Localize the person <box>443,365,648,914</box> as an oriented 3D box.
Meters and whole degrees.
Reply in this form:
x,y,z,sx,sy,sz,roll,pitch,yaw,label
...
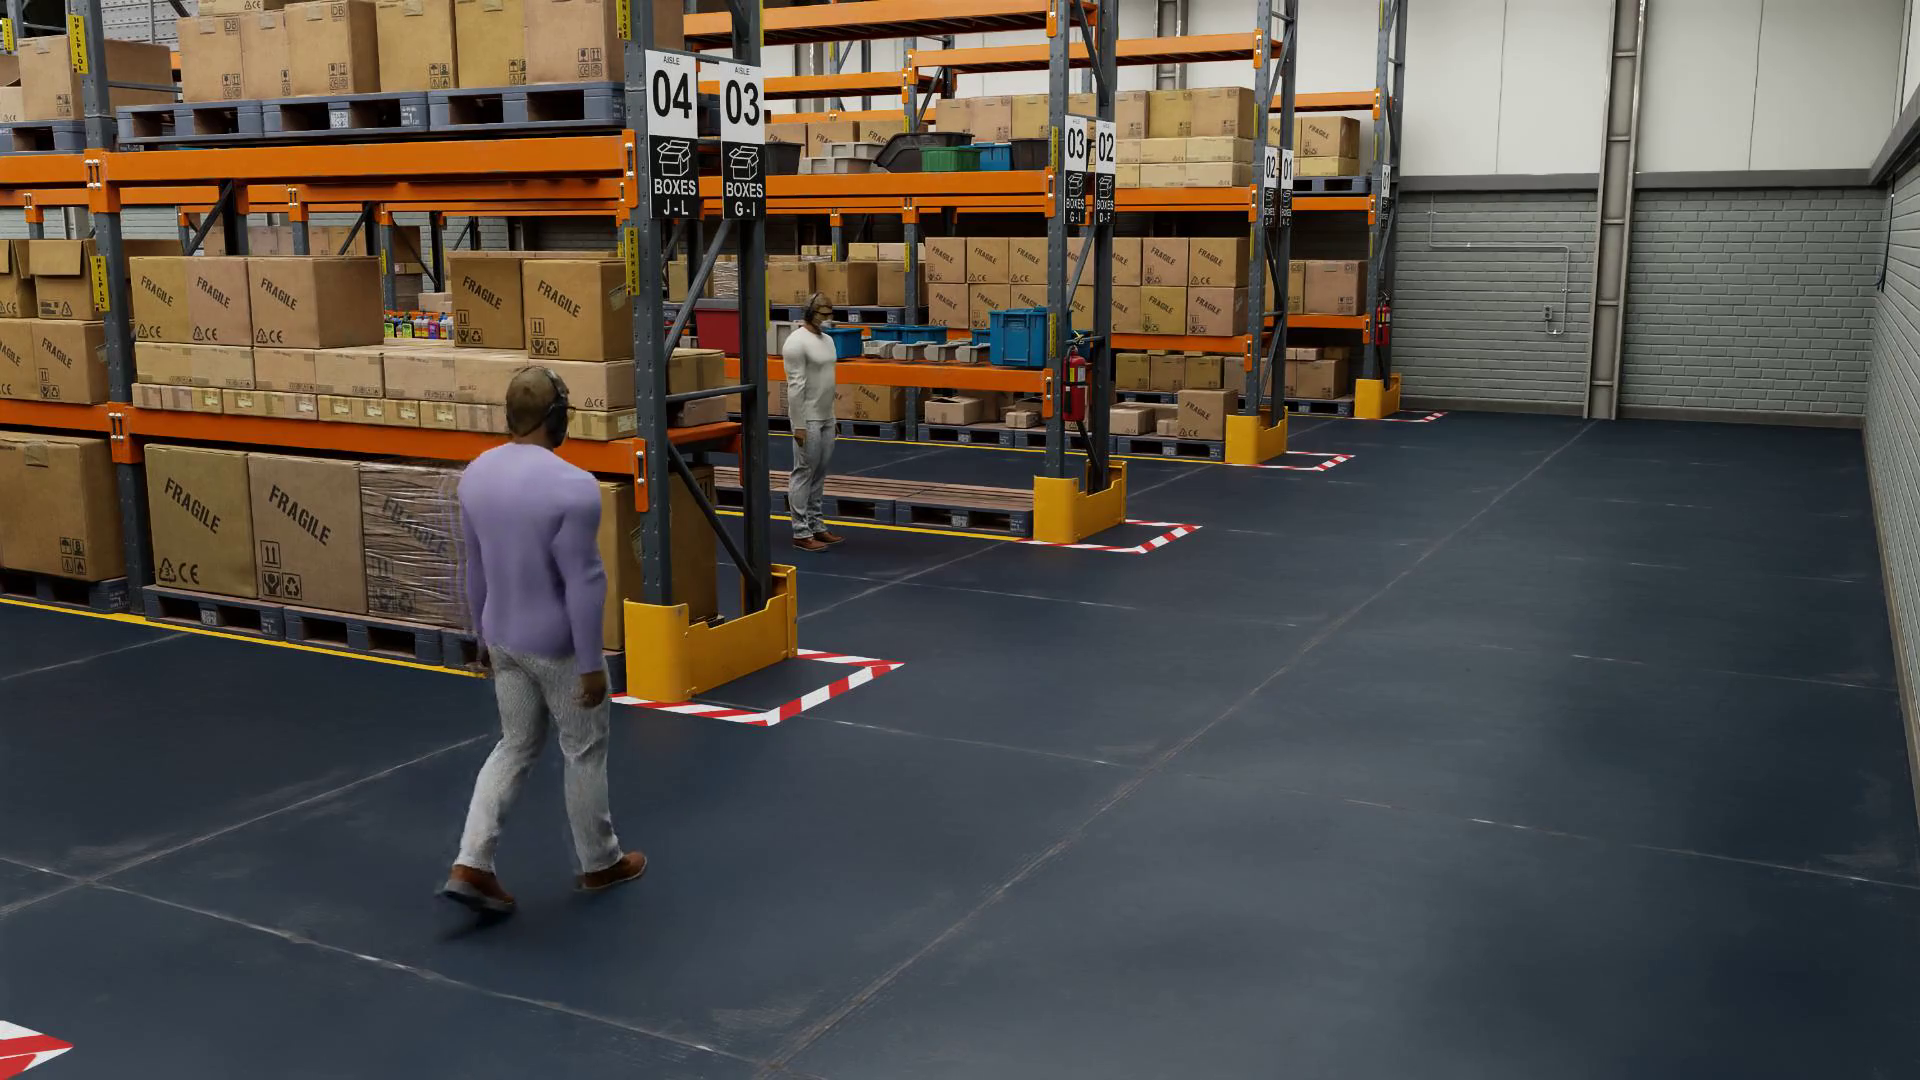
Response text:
x,y,z,sx,sy,sz,roll,pitch,yaw,label
-1.467,0.360,5.732,0.645,1.917,0.793,7,12,32,person

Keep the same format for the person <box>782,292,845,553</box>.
x,y,z,sx,sy,sz,roll,pitch,yaw,label
-1.090,-0.885,12.464,0.373,1.935,0.628,4,11,20,person
